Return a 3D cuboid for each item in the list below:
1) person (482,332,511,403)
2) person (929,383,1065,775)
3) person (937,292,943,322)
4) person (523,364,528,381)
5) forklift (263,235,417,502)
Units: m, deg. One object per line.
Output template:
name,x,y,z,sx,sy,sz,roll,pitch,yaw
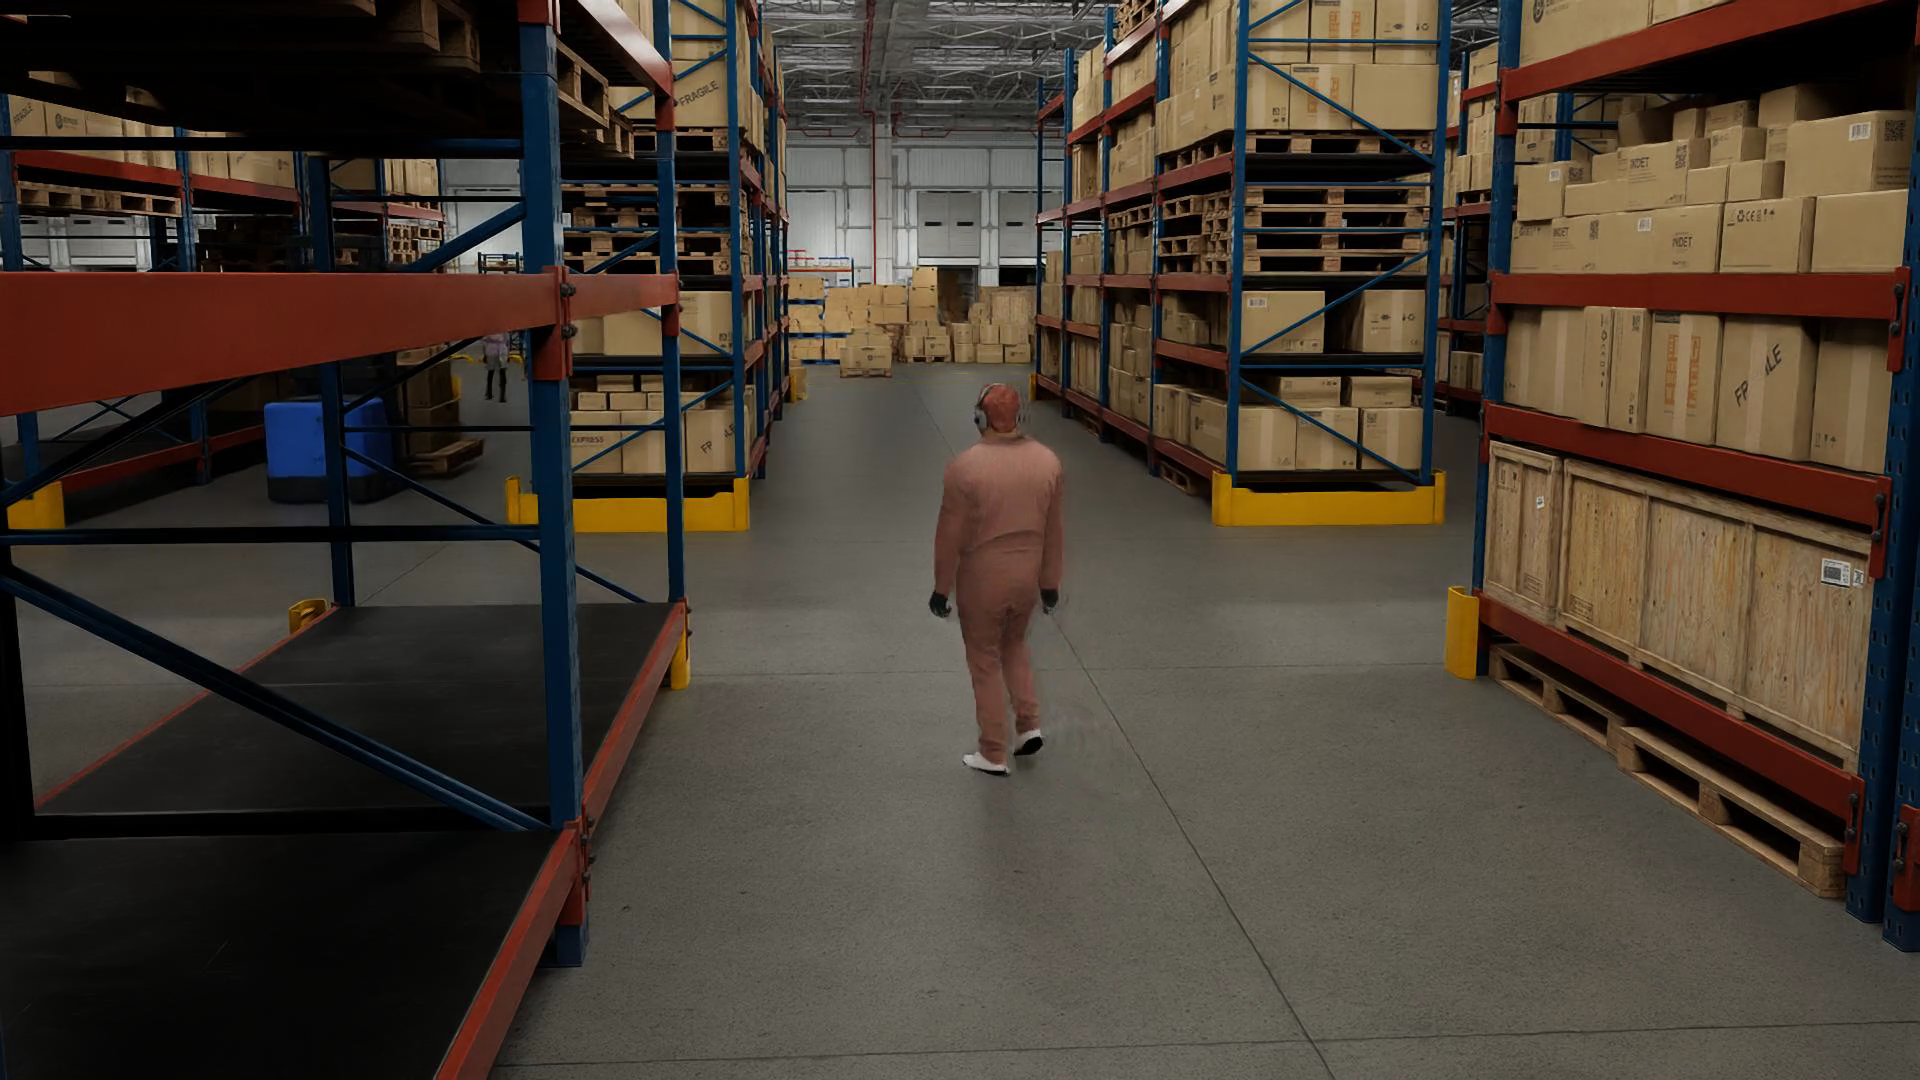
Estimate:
person,-8.797,-3.565,31.535,0.570,1.921,0.686,-5,10,-29
person,0.160,0.193,8.031,0.649,1.894,0.439,-6,11,-35
person,-0.886,-9.334,68.448,0.492,1.698,0.862,-6,11,-35
person,-9.553,-4.421,37.721,0.893,1.645,0.549,3,10,18
forklift,-6.744,-1.887,17.980,1.129,2.768,1.873,-1,9,-4
